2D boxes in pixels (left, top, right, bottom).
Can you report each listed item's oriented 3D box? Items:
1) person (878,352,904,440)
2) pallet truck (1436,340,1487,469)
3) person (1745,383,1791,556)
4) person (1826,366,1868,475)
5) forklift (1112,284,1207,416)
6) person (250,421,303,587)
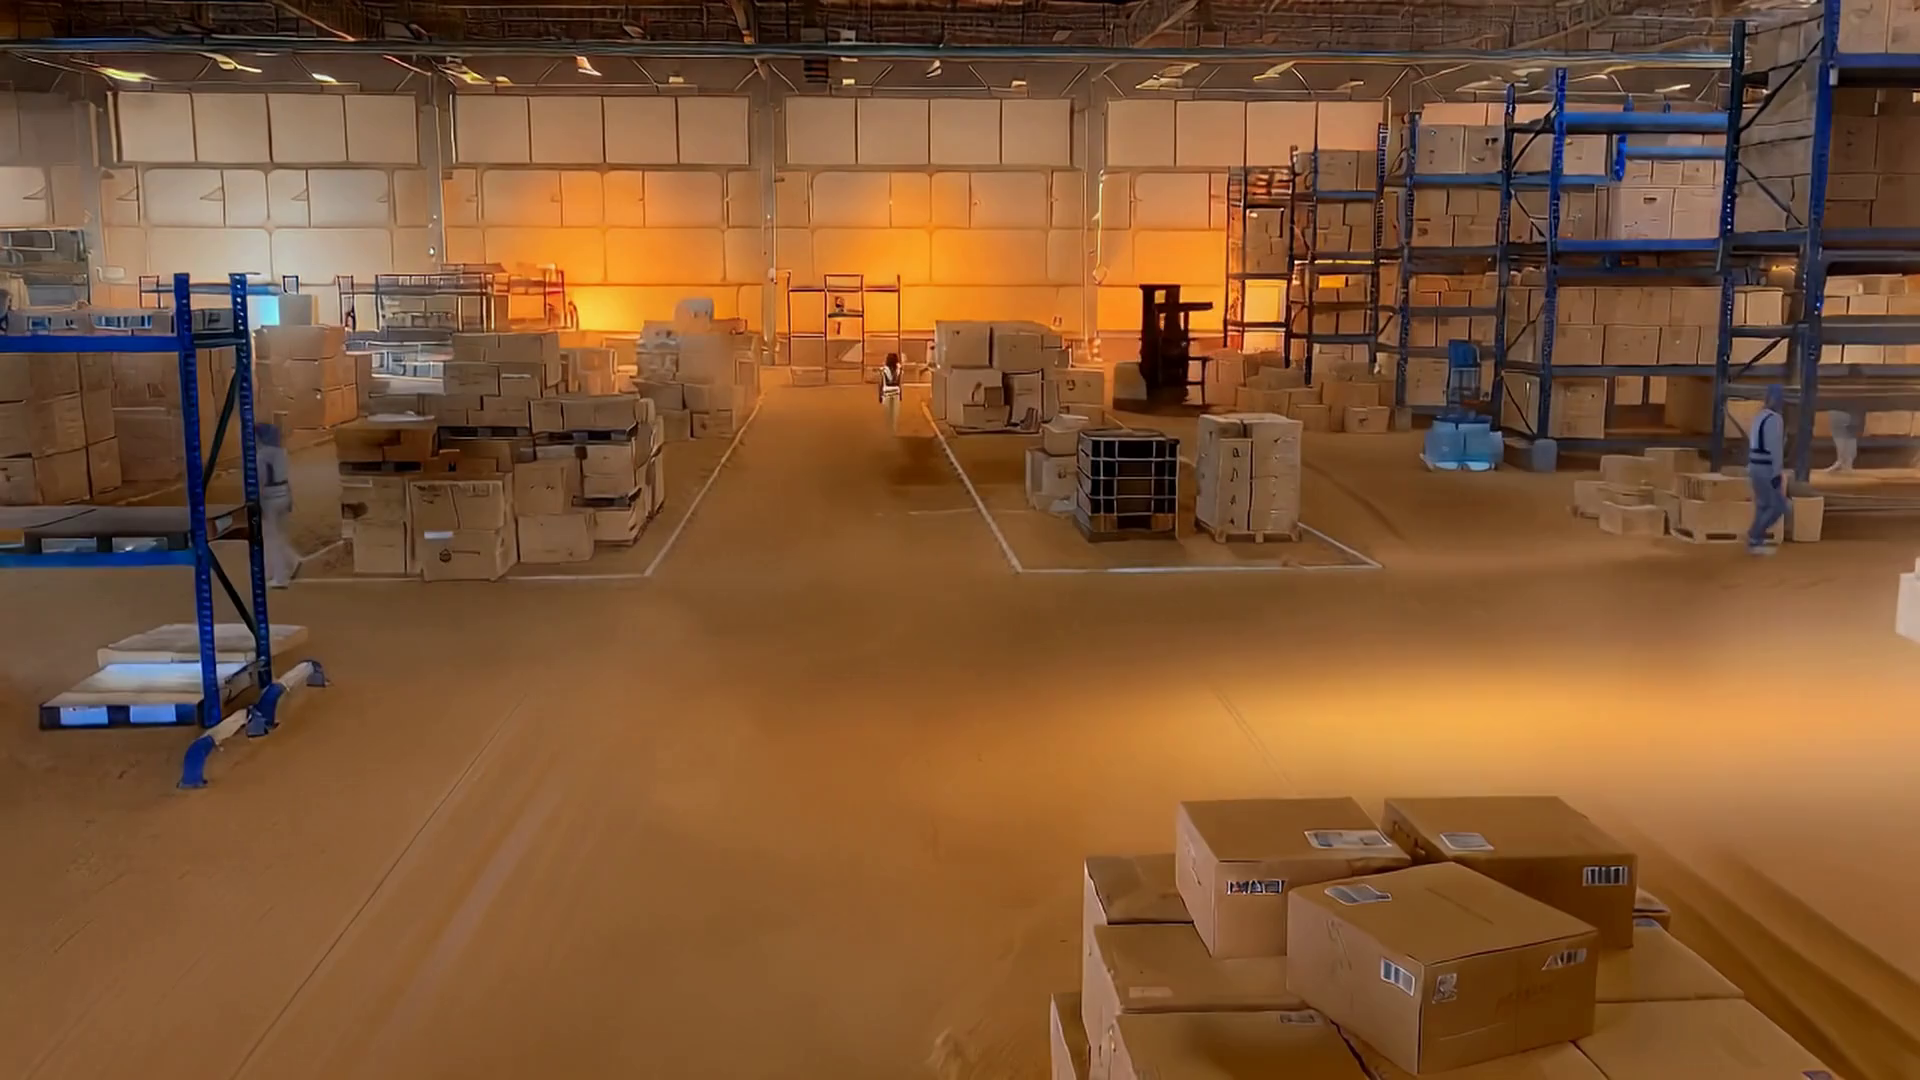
[{"bbox_3d":[-1.293,-2.667,30.711,0.518,1.617,0.664,-2,9,-15],"label":"person"},{"bbox_3d":[8.004,-2.170,26.422,0.823,1.965,1.885,2,9,14],"label":"pallet truck"},{"bbox_3d":[8.651,-0.735,17.782,0.415,1.872,0.612,1,9,7],"label":"person"},{"bbox_3d":[11.747,-1.387,22.026,0.439,1.827,0.639,0,9,-3],"label":"person"},{"bbox_3d":[4.323,-4.160,36.151,1.129,2.768,1.873,-8,12,-41],"label":"forklift"},{"bbox_3d":[-6.670,-0.341,16.092,0.363,1.621,0.537,2,9,13],"label":"person"}]
